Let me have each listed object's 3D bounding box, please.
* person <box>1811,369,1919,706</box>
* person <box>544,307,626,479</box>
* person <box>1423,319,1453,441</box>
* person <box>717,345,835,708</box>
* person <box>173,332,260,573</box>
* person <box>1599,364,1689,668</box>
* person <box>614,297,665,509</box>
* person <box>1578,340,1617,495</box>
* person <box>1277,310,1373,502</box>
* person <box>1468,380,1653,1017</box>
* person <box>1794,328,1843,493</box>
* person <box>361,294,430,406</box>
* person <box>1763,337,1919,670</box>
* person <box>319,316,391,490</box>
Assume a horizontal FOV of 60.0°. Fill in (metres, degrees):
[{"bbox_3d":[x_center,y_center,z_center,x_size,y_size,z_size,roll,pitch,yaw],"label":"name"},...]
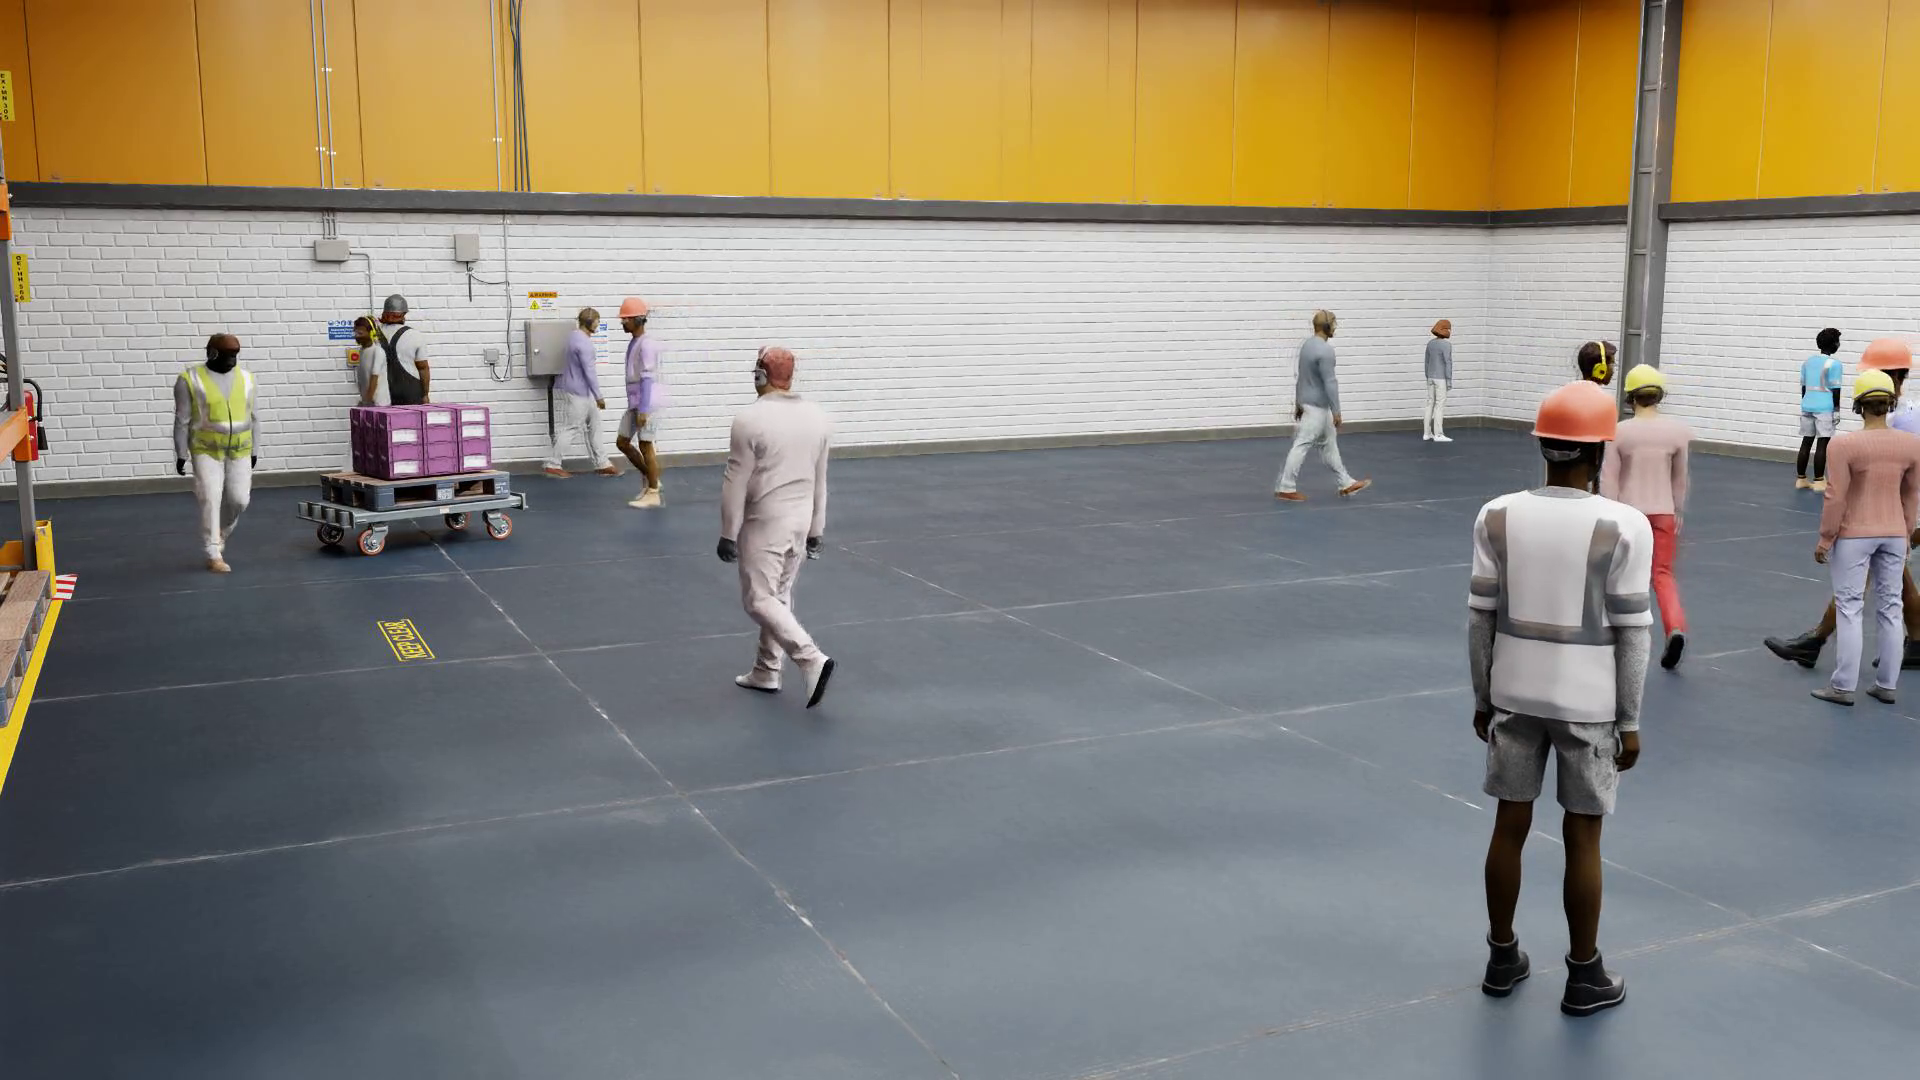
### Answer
[{"bbox_3d":[4.733,-0.008,8.706,0.526,1.762,0.336,-1,9,-5],"label":"person"},{"bbox_3d":[-4.161,-1.595,18.175,0.882,1.893,0.643,-2,9,-13],"label":"person"},{"bbox_3d":[6.430,-2.138,22.304,0.283,1.632,0.507,-3,10,-20],"label":"person"},{"bbox_3d":[-0.936,-0.073,8.710,0.797,1.885,0.645,7,11,36],"label":"person"},{"bbox_3d":[-5.695,-0.685,12.737,0.650,1.814,0.644,-9,13,-43],"label":"person"},{"bbox_3d":[3.981,-0.144,9.649,0.521,1.739,0.783,1,9,5],"label":"person"},{"bbox_3d":[-3.060,-1.291,15.854,0.431,2.028,0.607,-5,10,-28],"label":"person"},{"bbox_3d":[3.836,-0.326,10.411,0.698,1.848,0.530,-2,9,-13],"label":"person"},{"bbox_3d":[3.596,-1.300,16.304,1.017,1.887,0.655,-1,9,-5],"label":"person"},{"bbox_3d":[1.839,0.481,5.119,0.548,1.938,0.377,8,12,39],"label":"person"},{"bbox_3d":[8.852,-1.331,17.098,0.317,1.697,0.540,-2,9,-11],"label":"person"},{"bbox_3d":[-5.818,-1.534,17.300,0.678,2.000,0.536,1,9,3],"label":"person"},{"bbox_3d":[5.100,-0.189,9.418,0.974,1.890,0.555,2,9,15],"label":"person"},{"bbox_3d":[-5.948,-1.316,16.629,0.506,1.818,0.936,8,12,41],"label":"person"}]
